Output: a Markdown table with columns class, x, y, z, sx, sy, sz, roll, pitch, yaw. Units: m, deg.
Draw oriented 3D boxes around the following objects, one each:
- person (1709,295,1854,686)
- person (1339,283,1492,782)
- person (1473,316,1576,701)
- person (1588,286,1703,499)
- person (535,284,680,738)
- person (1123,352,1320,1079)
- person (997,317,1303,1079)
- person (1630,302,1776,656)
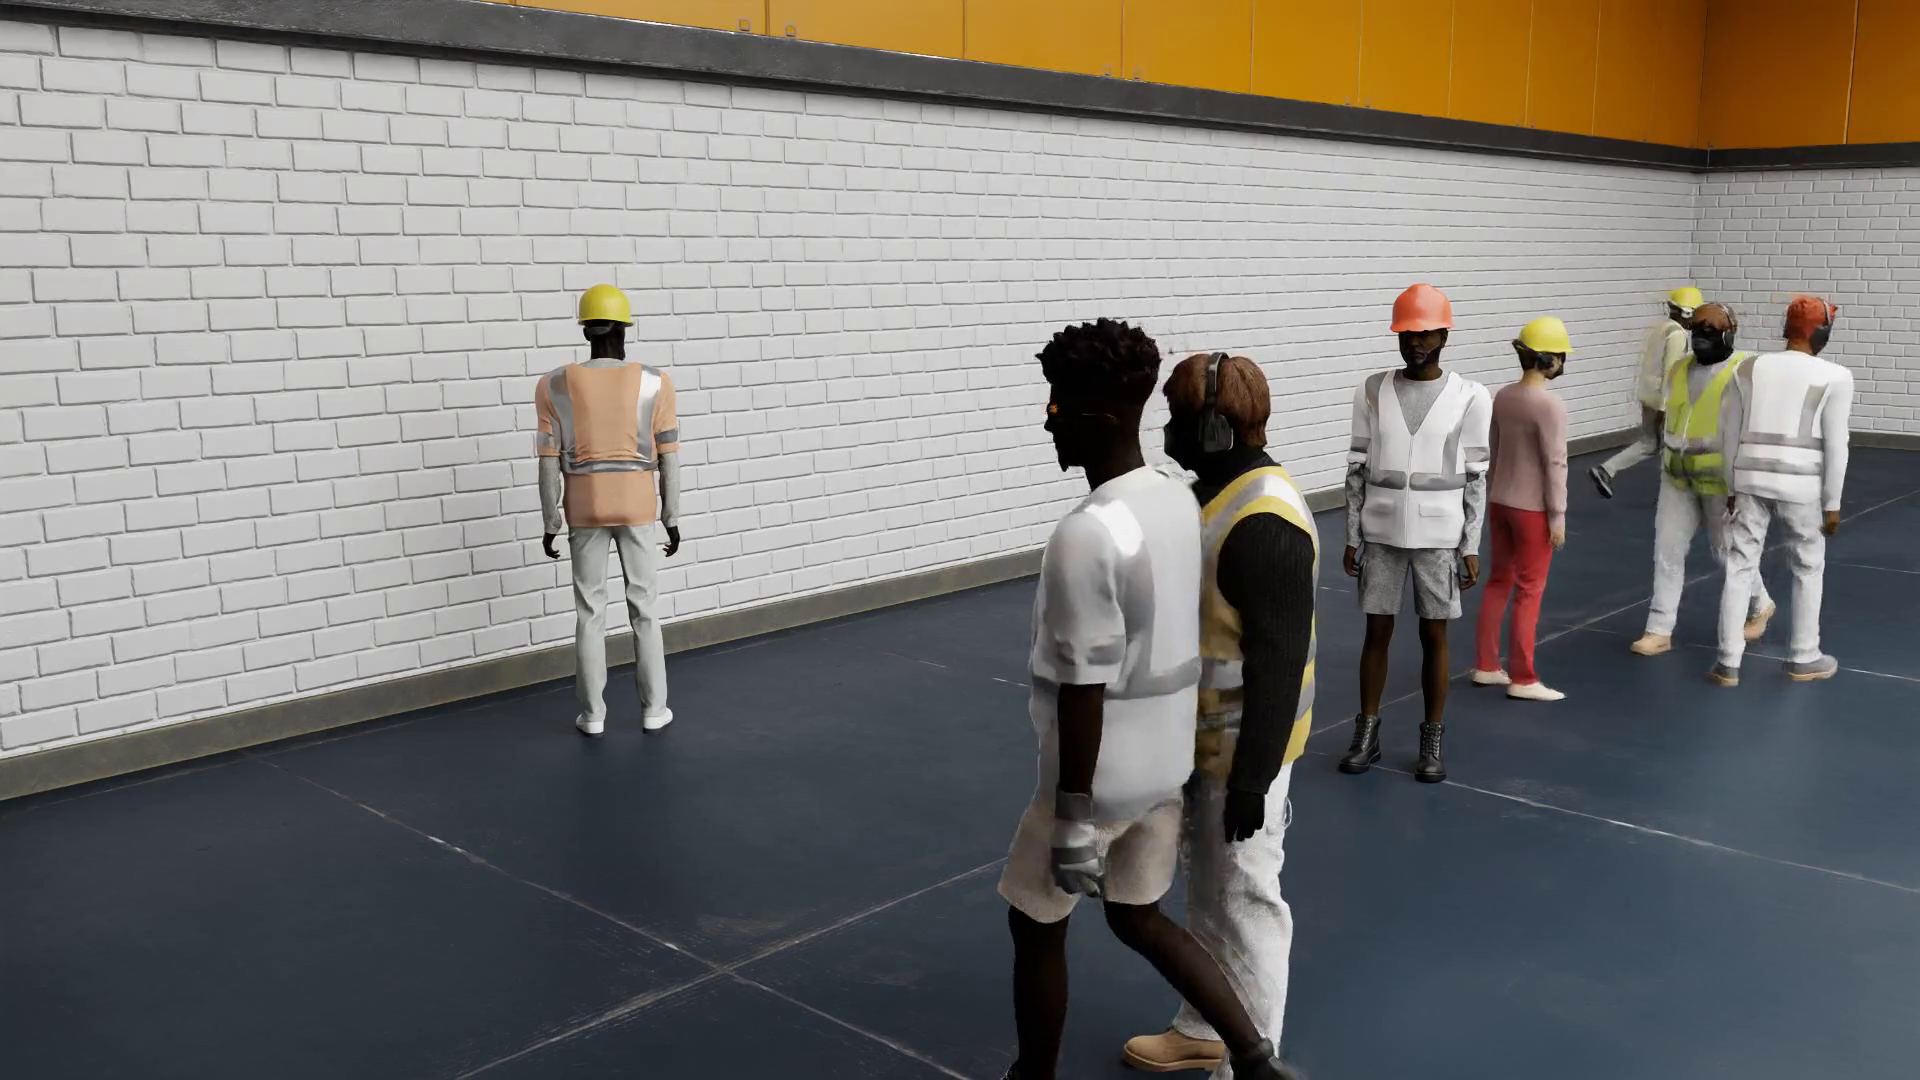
| class | x | y | z | sx | sy | sz | roll | pitch | yaw |
| --- | --- | --- | --- | --- | --- | --- | --- | --- | --- |
| person | 3.917 | -0.228 | 7.929 | 0.653 | 1.855 | 0.583 | -9 | 14 | -43 |
| person | 1.764 | -0.021 | 6.491 | 0.543 | 1.939 | 0.361 | 4 | 11 | 24 |
| person | 2.631 | -0.145 | 7.689 | 0.327 | 1.767 | 0.531 | -3 | 10 | -14 |
| person | 5.511 | -1.130 | 13.272 | 0.746 | 1.791 | 0.599 | 1 | 10 | 7 |
| person | -1.489 | -0.119 | 7.088 | 0.592 | 1.923 | 0.381 | -2 | 10 | -12 |
| person | 0.607 | 0.480 | 3.924 | 0.430 | 1.841 | 0.624 | -1 | 10 | -6 |
| person | 0.370 | 0.480 | 3.656 | 0.845 | 1.931 | 0.622 | 6 | 12 | 32 |
| person | 3.881 | -0.313 | 8.528 | 0.862 | 1.810 | 0.627 | -6 | 12 | -31 |
